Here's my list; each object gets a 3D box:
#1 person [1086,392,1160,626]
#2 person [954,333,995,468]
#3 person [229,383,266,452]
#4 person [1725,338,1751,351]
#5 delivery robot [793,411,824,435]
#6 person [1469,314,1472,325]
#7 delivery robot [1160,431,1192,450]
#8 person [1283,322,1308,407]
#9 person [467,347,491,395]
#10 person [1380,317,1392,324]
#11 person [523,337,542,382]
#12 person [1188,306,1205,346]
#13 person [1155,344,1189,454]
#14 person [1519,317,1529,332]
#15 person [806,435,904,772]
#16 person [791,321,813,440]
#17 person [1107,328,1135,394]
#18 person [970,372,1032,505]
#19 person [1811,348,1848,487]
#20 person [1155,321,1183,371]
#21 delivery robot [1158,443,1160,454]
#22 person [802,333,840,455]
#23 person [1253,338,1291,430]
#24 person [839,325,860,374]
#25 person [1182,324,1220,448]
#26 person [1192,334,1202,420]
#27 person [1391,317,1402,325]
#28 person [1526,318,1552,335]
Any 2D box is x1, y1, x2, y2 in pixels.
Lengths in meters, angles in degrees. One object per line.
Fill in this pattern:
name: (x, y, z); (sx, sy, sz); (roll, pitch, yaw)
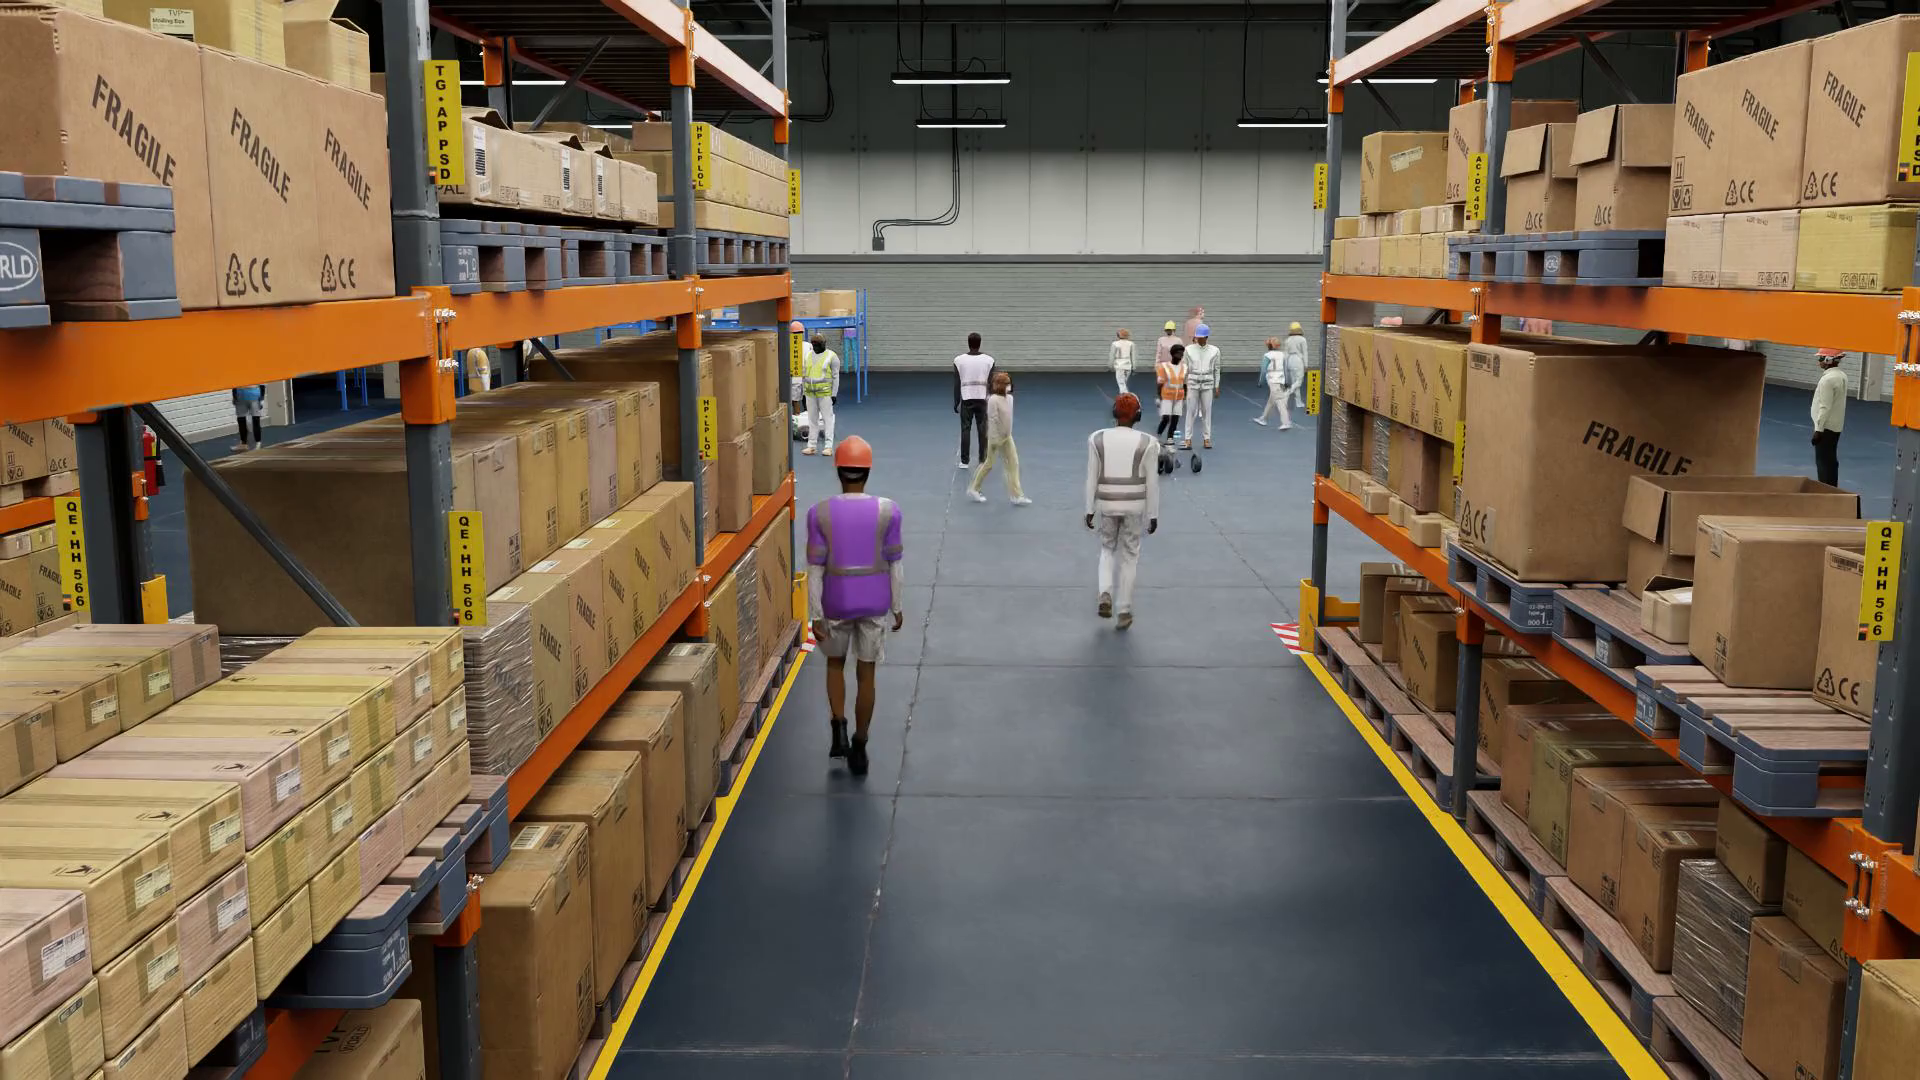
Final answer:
person: (1.312, -0.250, 13.336); (0.599, 1.872, 0.415); (3, 10, 19)
person: (0.206, -1.973, 23.557); (0.589, 1.914, 0.377); (-1, 10, -6)
person: (-10.850, -2.145, 25.301); (0.662, 1.663, 0.399); (1, 10, 5)
person: (18.977, -4.805, 40.564); (0.403, 1.911, 0.646); (-4, 10, -20)
delivery robot: (-2.449, -1.959, 27.368); (0.707, 0.478, 0.477); (-6, 11, -31)
person: (10.156, -3.543, 33.040); (0.642, 1.882, 0.742); (7, 12, 35)
delivery robot: (3.036, -1.405, 23.271); (0.335, 0.223, 0.698); (-2, 10, -13)
person: (6.700, -3.518, 33.371); (0.640, 1.713, 0.511); (-8, 12, -40)
person: (-7.278, -2.277, 25.283); (0.349, 1.942, 0.543); (-8, 12, -39)
person: (7.893, -3.166, 30.699); (0.806, 1.917, 0.552); (-7, 12, -38)
person: (-8.233, -3.339, 31.926); (0.347, 1.847, 0.505); (7, 12, 35)
person: (5.532, -4.415, 38.229); (0.616, 1.885, 0.679); (-3, 10, -17)
person: (3.216, -2.154, 25.298); (0.544, 1.675, 0.405); (-4, 10, -22)
person: (14.949, -5.380, 43.565); (0.615, 2.040, 0.379); (3, 10, 15)
person: (-0.595, 0.360, 9.542); (0.556, 1.918, 0.429); (-1, 9, -3)
person: (-2.663, -2.626, 27.392); (0.359, 1.935, 0.550); (9, 13, 42)
person: (3.153, -3.362, 32.745); (0.508, 1.612, 0.636); (-6, 11, -30)
person: (0.456, -1.236, 20.088); (0.841, 1.590, 0.517); (8, 12, 38)
person: (10.044, -1.303, 19.286); (0.381, 1.994, 0.615); (9, 13, 42)
person: (4.217, -3.534, 33.472); (0.519, 1.723, 0.921); (5, 11, 27)
delivery robot: (2.439, -1.211, 22.890); (0.477, 0.478, 0.707); (8, 12, 40)
person: (-2.129, -2.204, 25.166); (0.621, 1.838, 0.429); (5, 11, 26)
person: (5.464, -2.725, 29.025); (0.506, 1.583, 0.928); (-9, 13, -42)
person: (-2.885, -5.278, 43.528); (0.566, 1.850, 0.389); (-4, 10, -21)
person: (3.770, -2.410, 26.083); (0.602, 1.940, 0.402); (1, 10, 5)
person: (4.461, -3.060, 30.992); (0.526, 1.602, 0.826); (1, 10, 9)
person: (7.313, -2.753, 27.975); (0.625, 1.990, 0.394); (-2, 10, -12)
person: (13.537, -4.574, 38.905); (0.650, 1.982, 0.420); (7, 12, 36)
